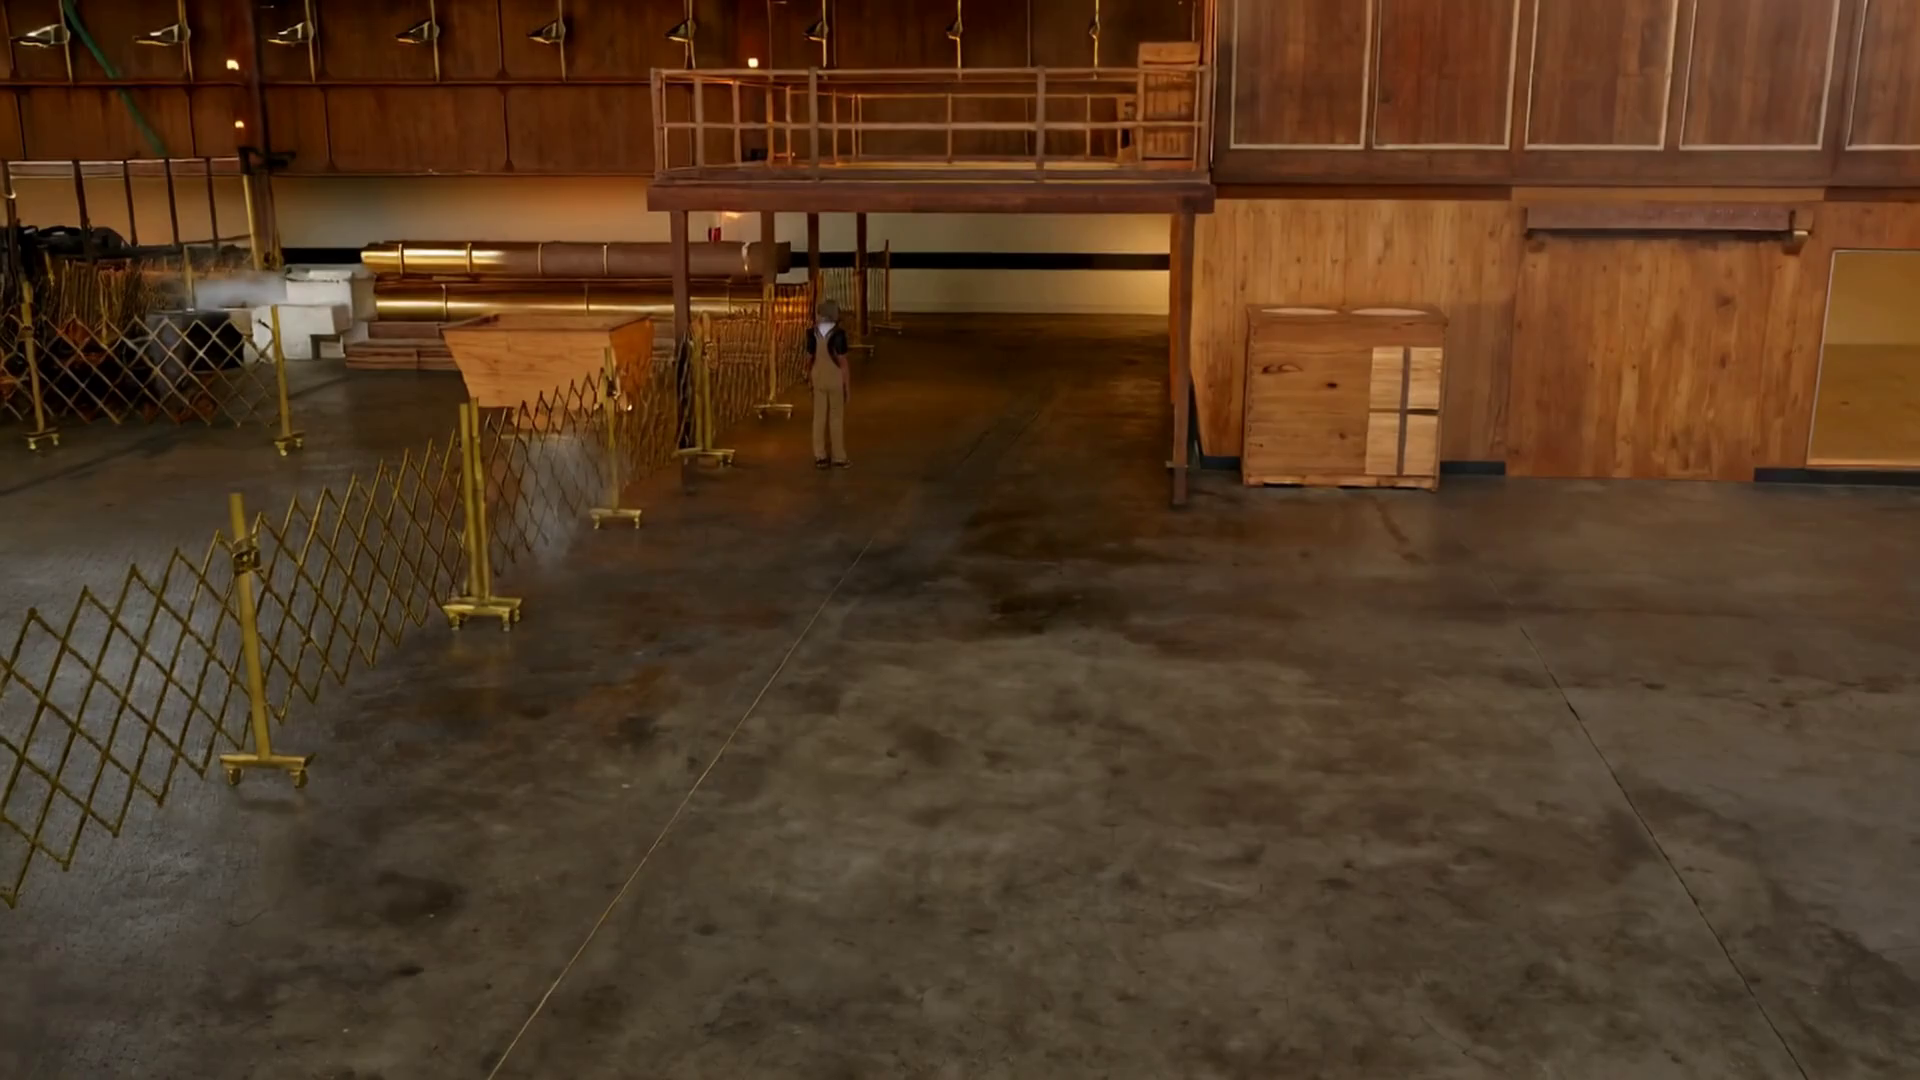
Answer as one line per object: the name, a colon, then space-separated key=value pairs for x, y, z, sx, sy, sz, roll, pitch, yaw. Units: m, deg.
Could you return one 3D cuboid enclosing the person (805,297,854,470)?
person: x=-1.400 y=-1.670 z=17.785 sx=0.506 sy=1.842 sz=0.346 roll=7 pitch=15 yaw=25
